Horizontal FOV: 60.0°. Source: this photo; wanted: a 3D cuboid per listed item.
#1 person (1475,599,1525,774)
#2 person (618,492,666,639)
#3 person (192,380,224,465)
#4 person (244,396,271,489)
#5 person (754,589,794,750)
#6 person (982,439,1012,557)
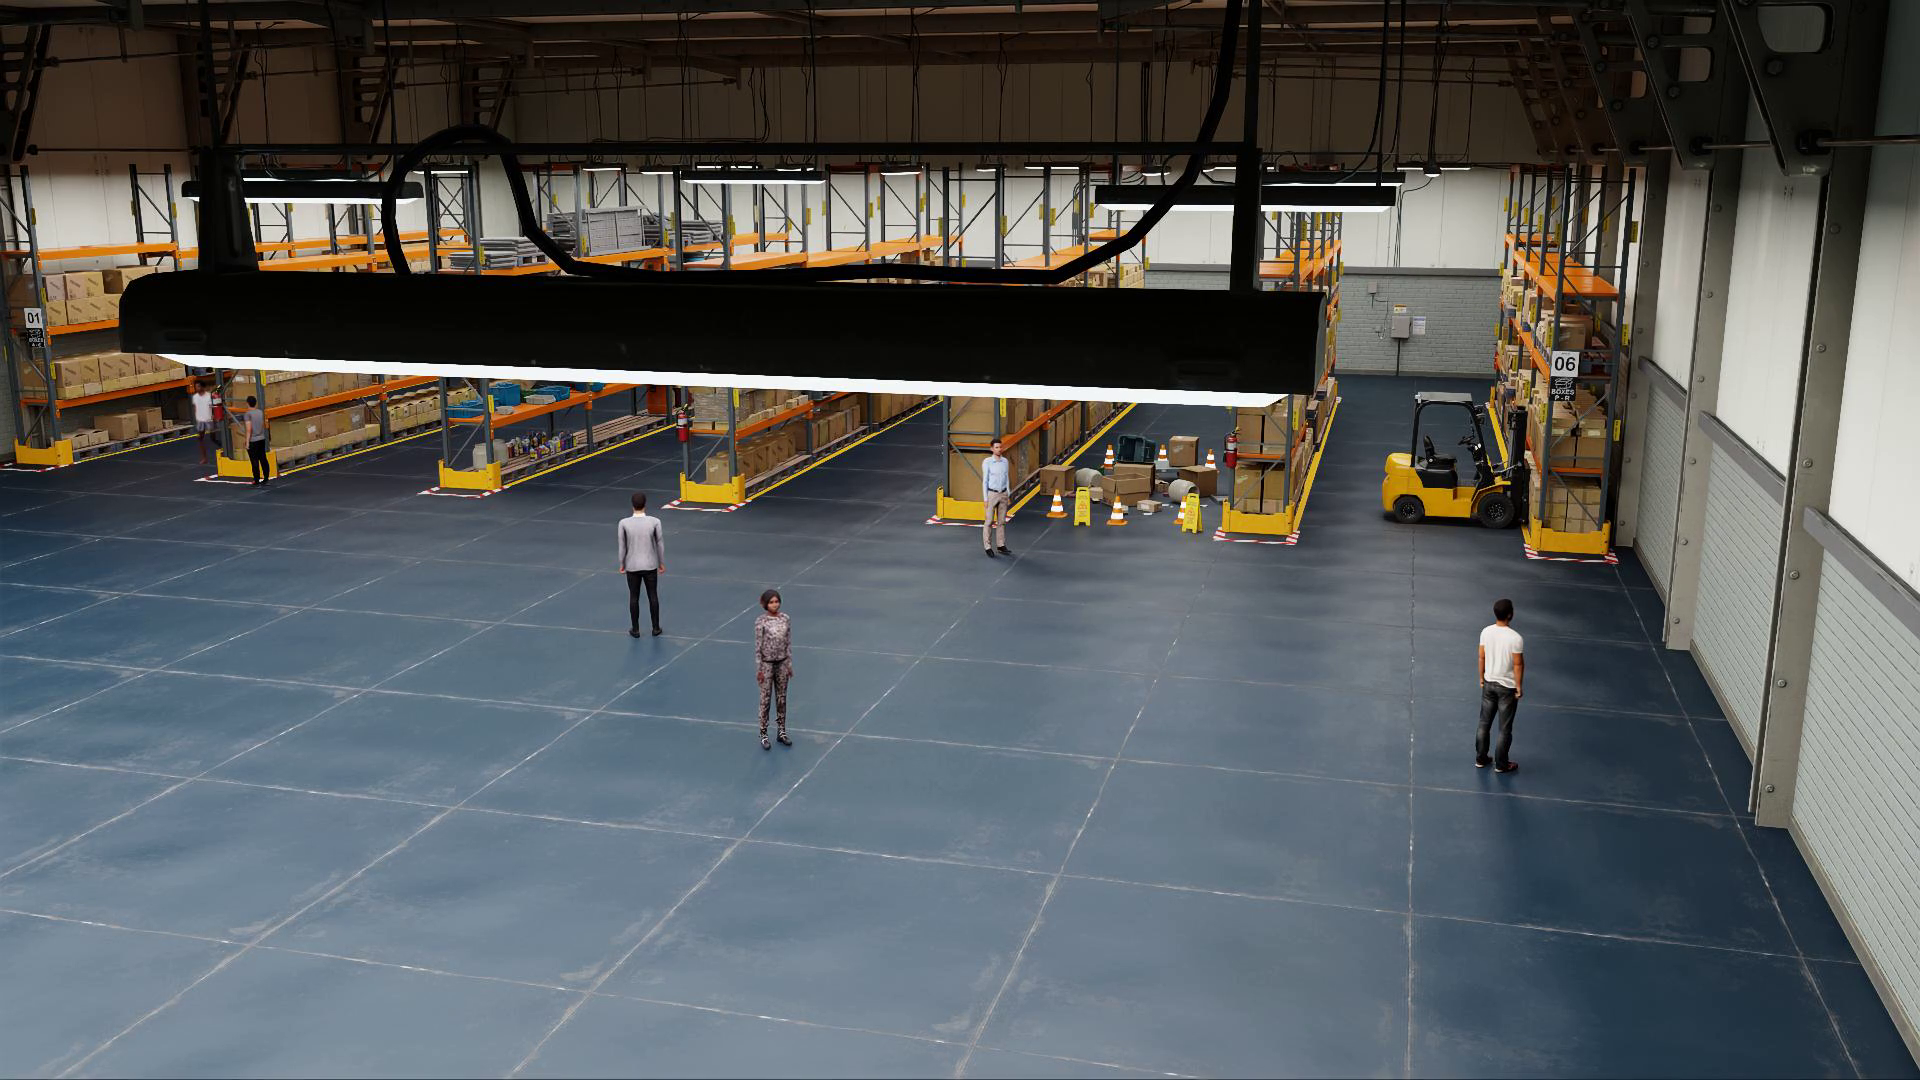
[{"bbox_3d":[5.531,1.479,17.056,0.724,1.805,0.715,-11,17,-40],"label":"person"},{"bbox_3d":[-4.174,0.319,21.800,0.839,1.923,0.813,-3,13,-12],"label":"person"},{"bbox_3d":[-15.461,-2.441,34.200,0.728,1.705,0.951,1,13,6],"label":"person"},{"bbox_3d":[-13.426,-1.887,31.700,0.681,1.754,0.485,4,14,18],"label":"person"},{"bbox_3d":[-1.993,1.363,17.755,0.684,1.714,0.743,-7,15,-29],"label":"person"},{"bbox_3d":[0.574,-0.694,26.343,0.752,1.848,0.809,-7,15,-28],"label":"person"}]
